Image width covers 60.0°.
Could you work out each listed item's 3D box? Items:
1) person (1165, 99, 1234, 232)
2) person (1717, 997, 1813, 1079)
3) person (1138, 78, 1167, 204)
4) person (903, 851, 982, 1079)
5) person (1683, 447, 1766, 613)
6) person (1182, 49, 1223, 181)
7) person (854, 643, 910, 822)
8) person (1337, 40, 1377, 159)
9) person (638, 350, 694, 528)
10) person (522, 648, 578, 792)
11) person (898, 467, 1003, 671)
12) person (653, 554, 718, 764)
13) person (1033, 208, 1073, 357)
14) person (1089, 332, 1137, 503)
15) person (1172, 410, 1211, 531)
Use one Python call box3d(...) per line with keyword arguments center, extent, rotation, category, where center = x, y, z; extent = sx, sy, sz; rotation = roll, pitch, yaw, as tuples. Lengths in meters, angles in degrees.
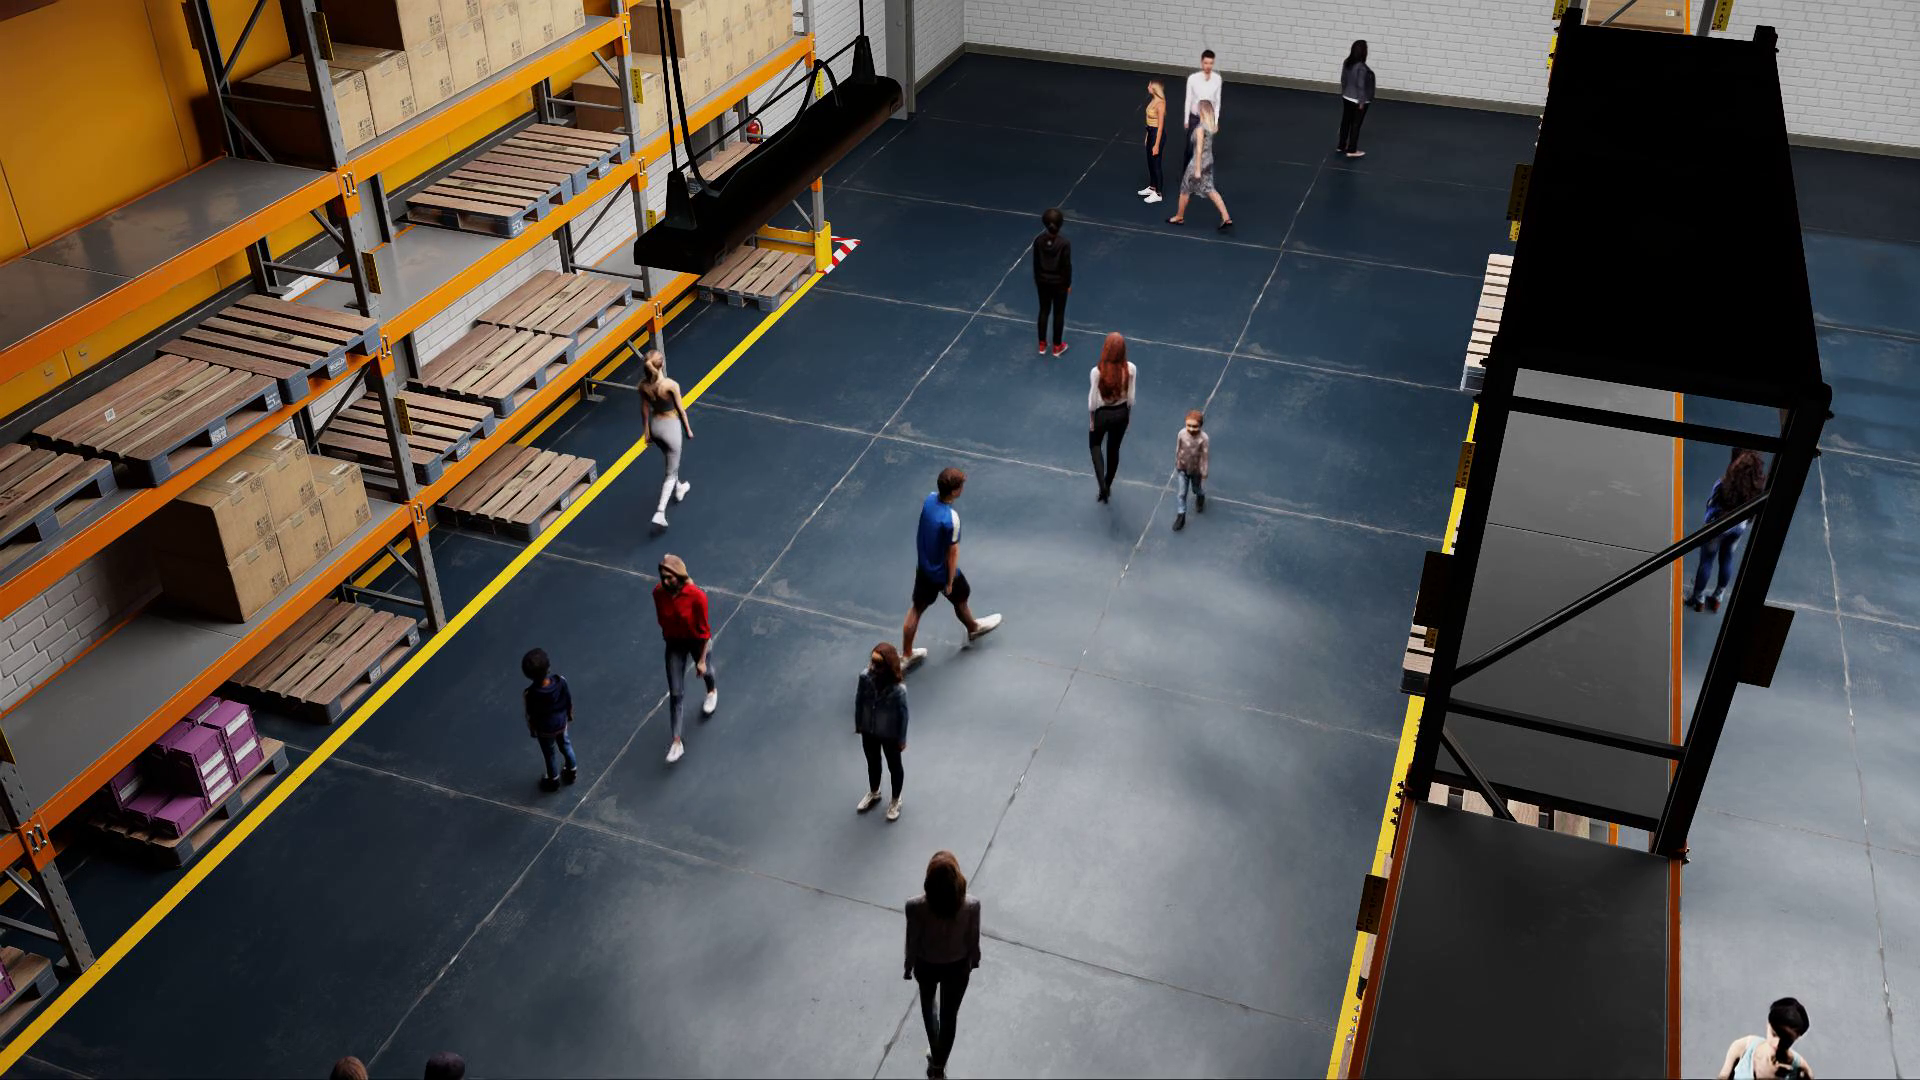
box3d(center=(3.100, -4.630, 20.742), extent=(0.823, 1.666, 1.113), rotation=(20, 39, 28), category="person")
box3d(center=(4.216, 3.145, 8.954), extent=(0.620, 1.765, 0.625), rotation=(17, 37, 23), category="person")
box3d(center=(2.546, -5.221, 21.665), extent=(0.708, 1.627, 0.597), rotation=(-6, 34, -9), category="person")
box3d(center=(-0.106, 2.585, 9.775), extent=(0.694, 1.790, 0.692), rotation=(0, 34, 0), category="person")
box3d(center=(6.438, -0.109, 13.985), extent=(0.695, 1.615, 0.702), rotation=(-5, 34, -7), category="person")
box3d(center=(3.189, -5.594, 22.021), extent=(0.744, 1.855, 0.815), rotation=(-1, 34, -1), category="person")
box3d(center=(-0.550, 1.352, 11.913), extent=(0.584, 1.477, 0.526), rotation=(16, 37, 22), category="person")
box3d(center=(5.484, -6.130, 23.061), extent=(0.861, 1.597, 0.792), rotation=(-12, 35, -17), category="person")
box3d(center=(-2.702, -0.911, 15.140), extent=(0.561, 1.672, 1.094), rotation=(11, 35, 16), category="person")
box3d(center=(-3.009, 1.312, 12.202), extent=(0.558, 1.224, 0.650), rotation=(-23, 40, -31), category="person")
box3d(center=(-0.255, 0.265, 13.254), extent=(1.325, 1.801, 1.096), rotation=(-26, 42, -34), category="person")
box3d(center=(-2.021, 0.779, 12.624), extent=(0.752, 1.643, 1.200), rotation=(6, 34, 9), category="person")
box3d(center=(0.999, -2.780, 17.949), extent=(0.602, 1.676, 0.563), rotation=(14, 36, 20), category="person")
box3d(center=(1.406, -1.058, 15.292), extent=(0.773, 1.749, 0.848), rotation=(-6, 34, -9), category="person")
box3d(center=(2.138, -0.693, 15.256), extent=(0.506, 1.181, 0.790), rotation=(14, 36, 20), category="person")
